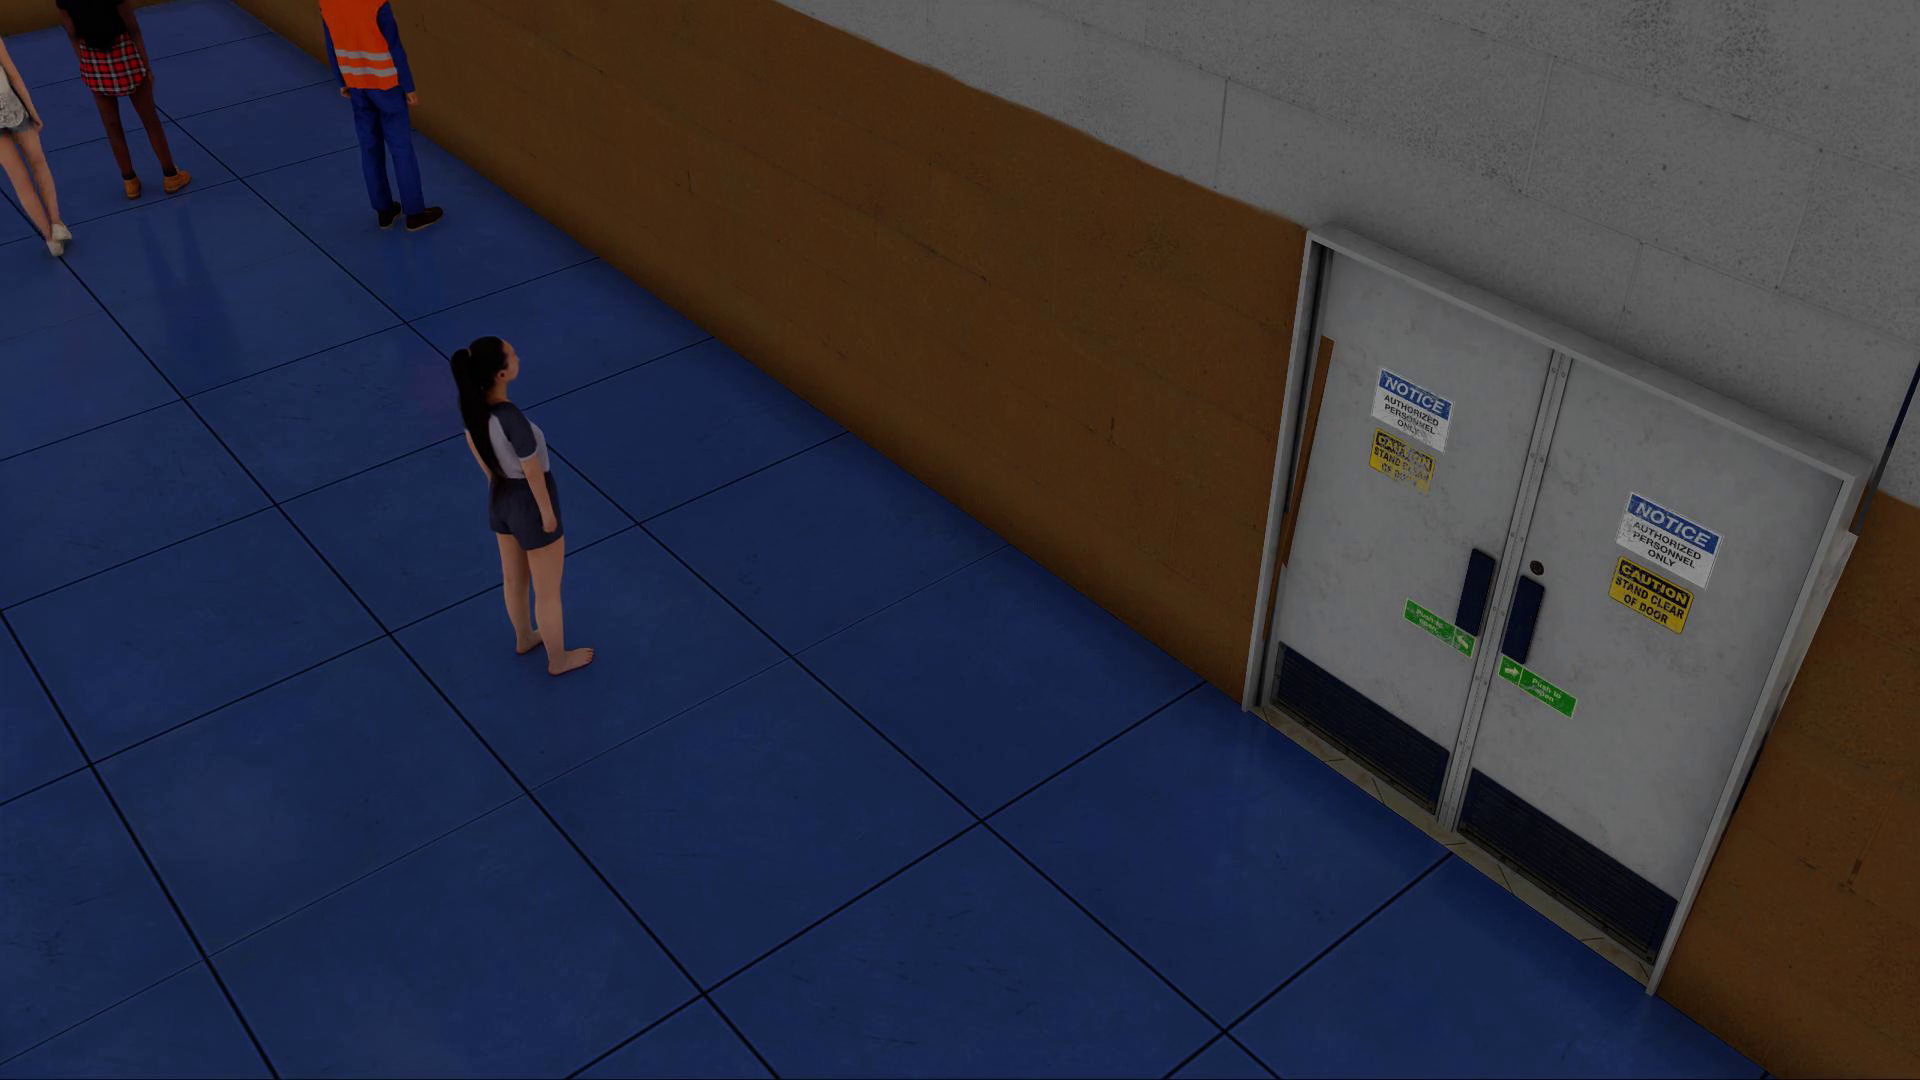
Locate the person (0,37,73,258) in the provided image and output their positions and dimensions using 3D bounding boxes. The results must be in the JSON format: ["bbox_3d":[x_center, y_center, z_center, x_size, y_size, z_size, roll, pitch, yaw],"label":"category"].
[{"bbox_3d":[-5.859,-2.511,10.172,0.577,1.738,0.709,-16,40,-20],"label":"person"}]

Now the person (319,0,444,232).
[{"bbox_3d":[-3.704,-2.870,10.544,0.795,1.864,0.812,9,38,12],"label":"person"}]

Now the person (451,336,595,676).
[{"bbox_3d":[-1.874,-0.135,7.079,0.625,1.650,0.570,27,45,31],"label":"person"}]

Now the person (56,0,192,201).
[{"bbox_3d":[-5.576,-3.106,10.972,0.679,1.728,0.776,-7,38,-10],"label":"person"}]
